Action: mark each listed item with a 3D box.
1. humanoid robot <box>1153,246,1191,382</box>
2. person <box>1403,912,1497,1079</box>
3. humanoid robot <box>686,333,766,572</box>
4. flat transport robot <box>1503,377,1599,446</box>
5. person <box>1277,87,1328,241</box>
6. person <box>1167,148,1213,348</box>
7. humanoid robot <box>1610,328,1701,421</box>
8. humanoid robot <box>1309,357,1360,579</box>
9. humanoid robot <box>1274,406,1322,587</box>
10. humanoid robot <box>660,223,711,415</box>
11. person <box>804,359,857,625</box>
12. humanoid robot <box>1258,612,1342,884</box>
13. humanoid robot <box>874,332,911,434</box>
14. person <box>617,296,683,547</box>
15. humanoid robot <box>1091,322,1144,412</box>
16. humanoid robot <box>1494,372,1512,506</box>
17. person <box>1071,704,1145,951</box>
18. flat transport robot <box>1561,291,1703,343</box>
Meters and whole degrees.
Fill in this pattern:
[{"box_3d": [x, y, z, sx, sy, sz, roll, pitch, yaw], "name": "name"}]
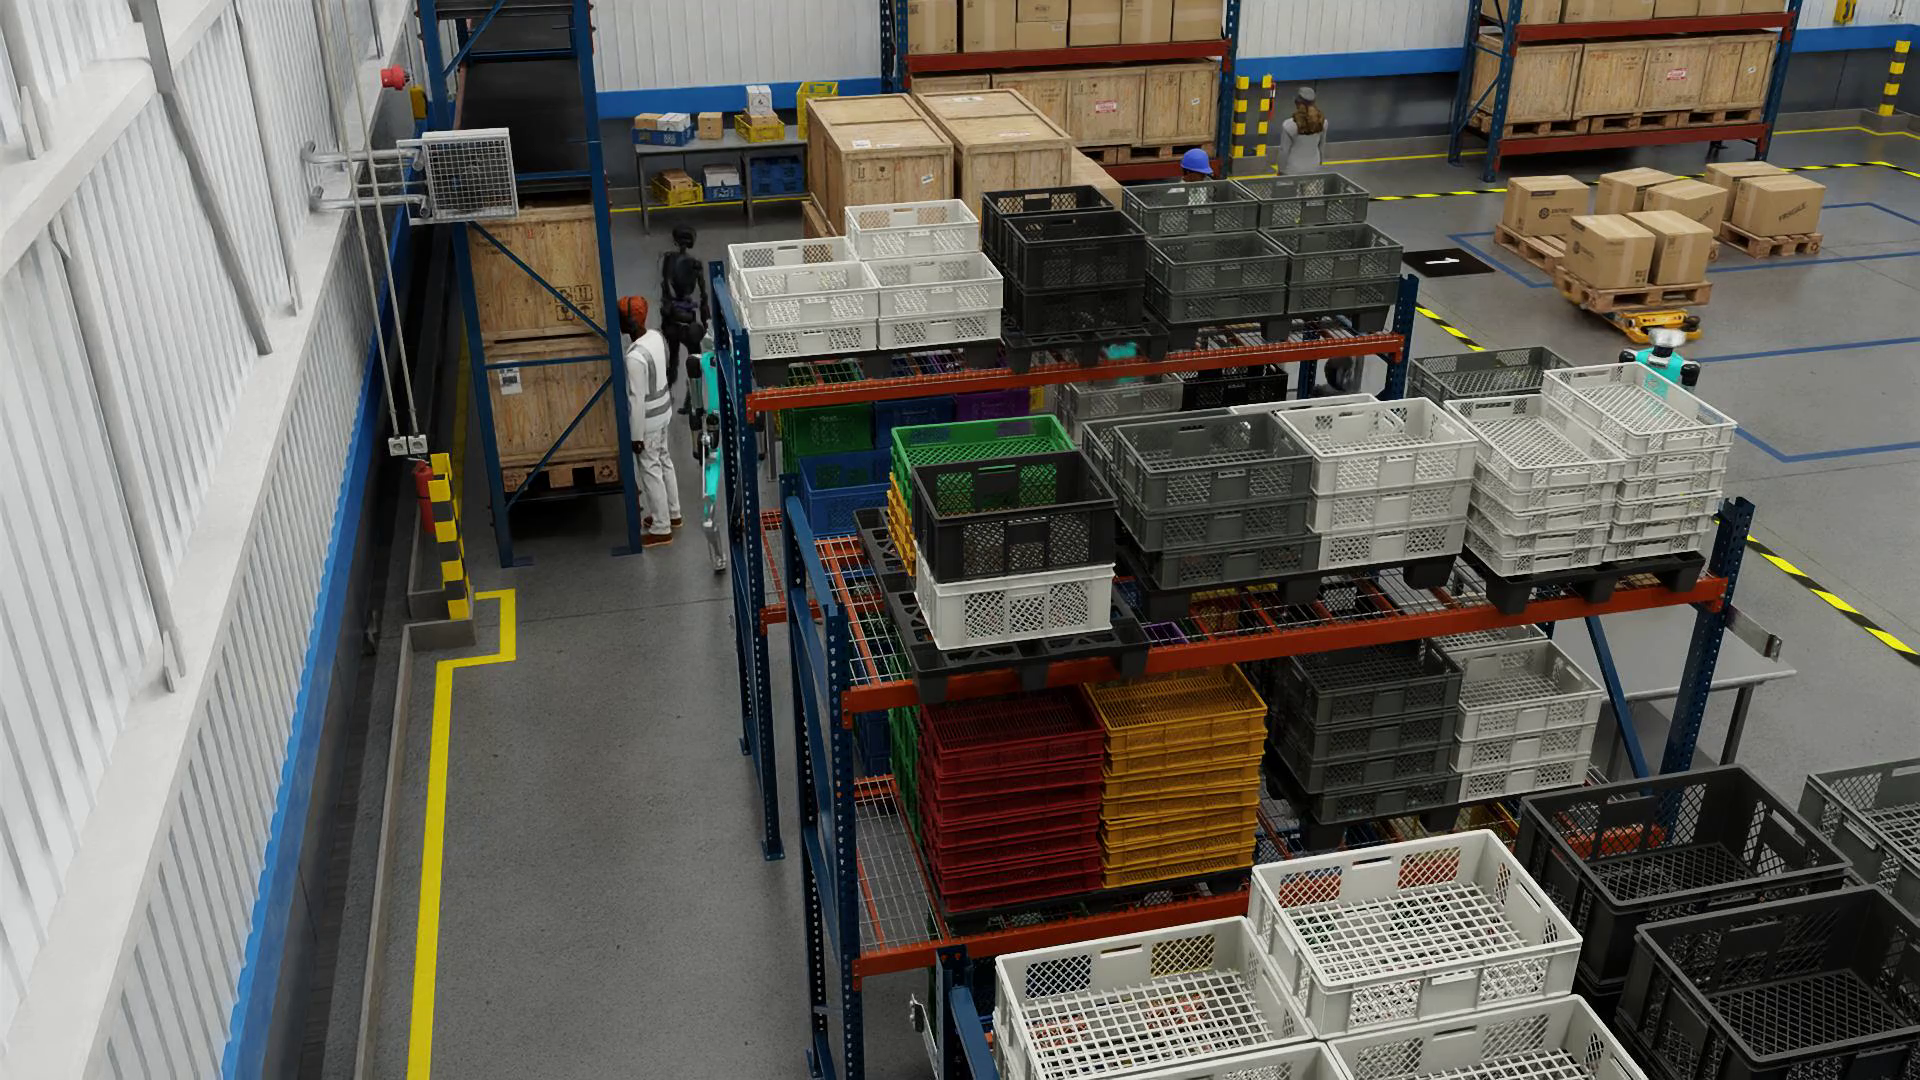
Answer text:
[{"box_3d": [1.449, -1.490, 13.155, 0.735, 1.677, 0.533, -11, 30, -19], "name": "humanoid robot"}, {"box_3d": [1.838, 2.151, 6.158, 0.480, 1.949, 0.621, -13, 30, -23], "name": "person"}, {"box_3d": [-1.622, -0.554, 11.440, 0.530, 1.716, 0.727, 2, 28, 3], "name": "humanoid robot"}, {"box_3d": [4.780, -1.036, 14.013, 0.659, 0.231, 1.431, -6, 28, -12], "name": "flat transport robot"}, {"box_3d": [3.702, -4.023, 18.069, 0.560, 1.769, 0.399, -10, 30, -19], "name": "person"}, {"box_3d": [2.061, -2.626, 15.241, 0.412, 1.939, 0.602, 20, 34, 34], "name": "person"}, {"box_3d": [4.892, -0.782, 11.807, 0.533, 1.681, 0.735, 16, 32, 27], "name": "humanoid robot"}, {"box_3d": [2.636, -0.531, 11.552, 0.392, 1.637, 0.615, -24, 36, -38], "name": "humanoid robot"}, {"box_3d": [2.085, -0.127, 10.778, 0.463, 1.638, 0.601, -2, 28, -5], "name": "humanoid robot"}, {"box_3d": [-2.361, -1.869, 14.080, 0.610, 1.628, 0.388, 21, 34, 34], "name": "humanoid robot"}, {"box_3d": [-0.862, -0.404, 10.913, 0.375, 2.043, 0.606, 5, 28, 9], "name": "person"}, {"box_3d": [1.809, 1.190, 8.336, 0.740, 1.897, 0.552, -4, 28, -8], "name": "humanoid robot"}, {"box_3d": [-0.521, -0.848, 12.187, 0.766, 1.627, 0.589, 8, 29, 15], "name": "humanoid robot"}, {"box_3d": [-2.244, -0.863, 11.959, 0.339, 1.878, 0.569, 3, 28, 6], "name": "person"}, {"box_3d": [1.020, -0.800, 11.972, 0.969, 1.735, 0.545, -15, 31, -26], "name": "humanoid robot"}, {"box_3d": [3.657, -0.241, 10.974, 0.797, 1.817, 0.555, 11, 30, 19], "name": "humanoid robot"}, {"box_3d": [0.668, 1.280, 7.939, 0.588, 1.833, 0.404, 18, 33, 30], "name": "person"}, {"box_3d": [6.601, -2.295, 16.372, 0.652, 0.197, 1.431, -6, 28, -11], "name": "flat transport robot"}]
